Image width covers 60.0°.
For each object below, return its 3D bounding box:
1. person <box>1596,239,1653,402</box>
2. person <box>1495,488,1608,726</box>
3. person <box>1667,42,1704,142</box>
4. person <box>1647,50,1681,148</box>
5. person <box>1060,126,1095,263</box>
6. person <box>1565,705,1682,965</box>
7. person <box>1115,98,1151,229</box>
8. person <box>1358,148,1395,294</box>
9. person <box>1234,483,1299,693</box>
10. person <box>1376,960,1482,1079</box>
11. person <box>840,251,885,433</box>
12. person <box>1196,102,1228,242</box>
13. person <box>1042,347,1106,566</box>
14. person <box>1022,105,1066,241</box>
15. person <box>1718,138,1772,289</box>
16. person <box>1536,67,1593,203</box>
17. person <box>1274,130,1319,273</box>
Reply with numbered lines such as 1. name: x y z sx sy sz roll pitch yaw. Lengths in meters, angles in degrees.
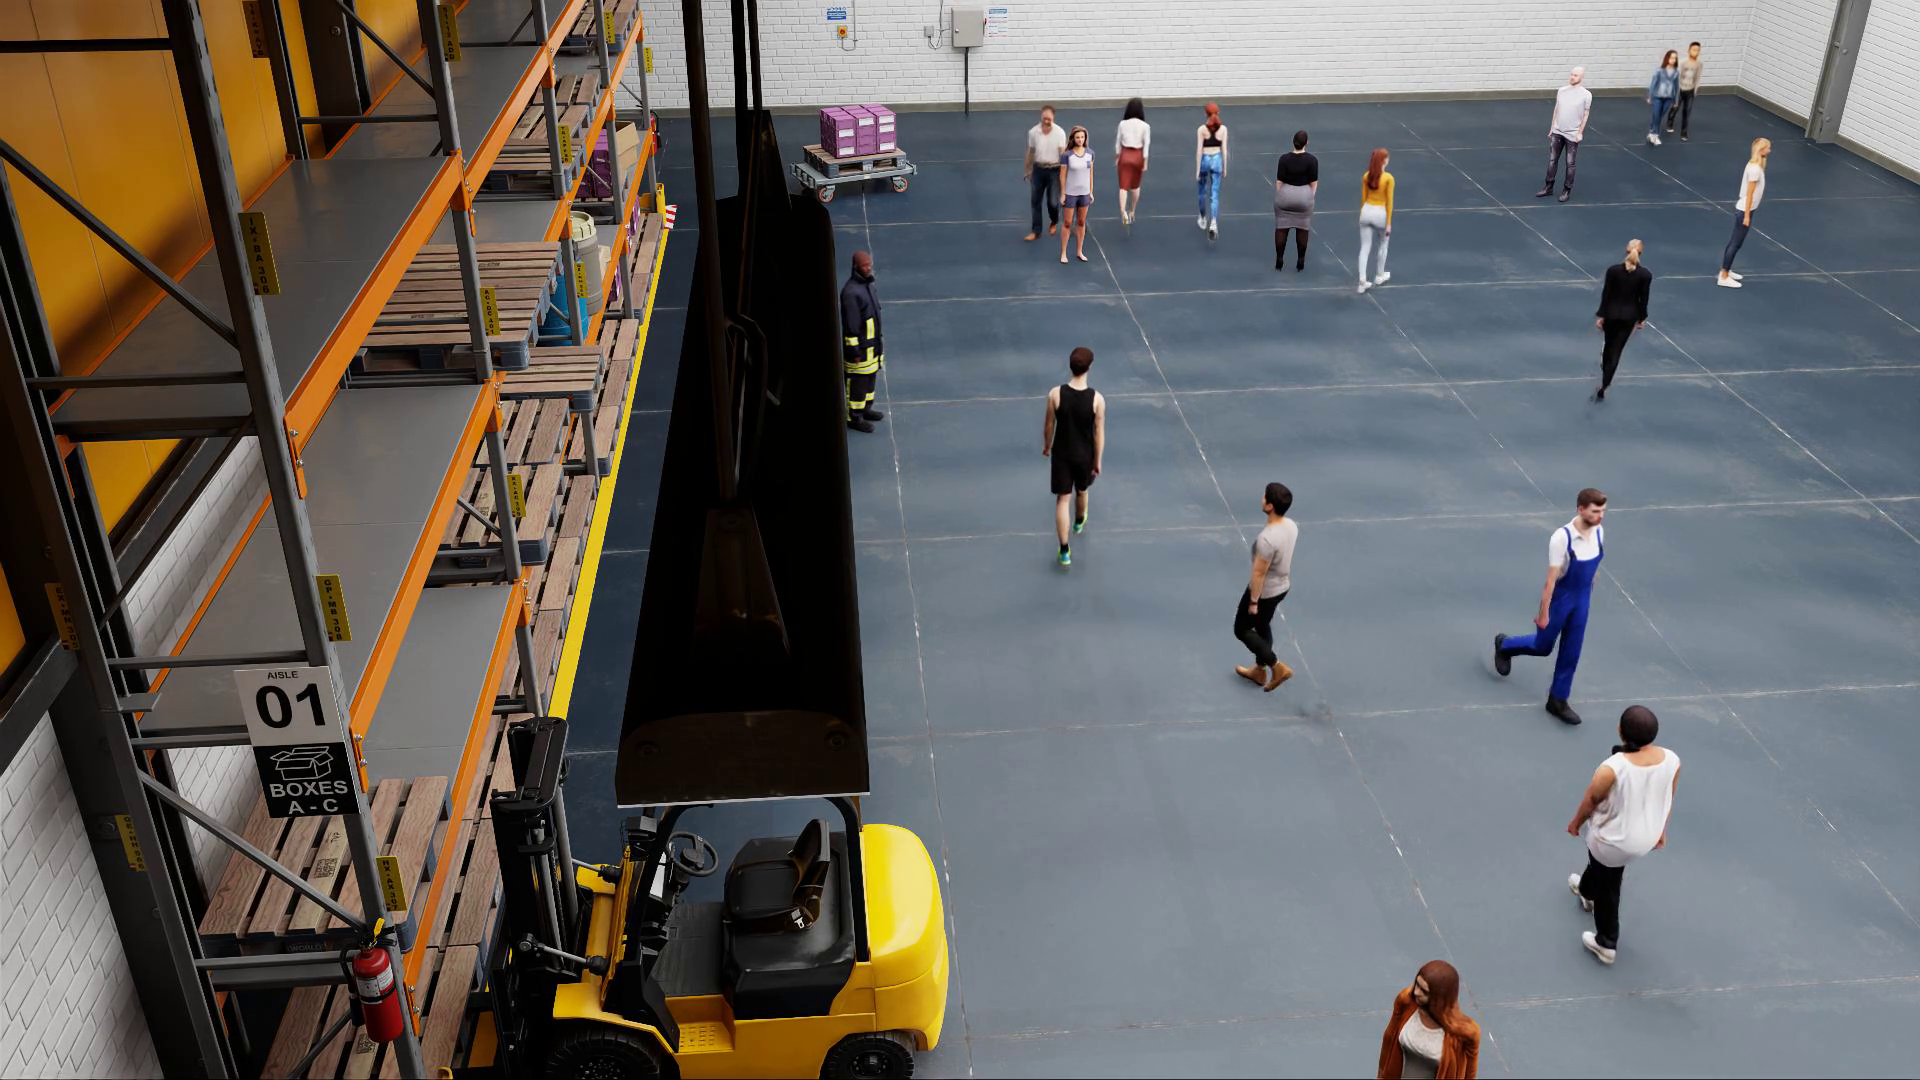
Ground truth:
1. person: 6.765 -2.218 17.095 0.971 1.669 1.118 14 32 24
2. person: 4.342 0.407 12.108 0.888 1.835 1.172 -13 31 -22
3. person: 11.470 -7.162 26.372 0.684 1.464 0.938 4 29 7
4. person: 10.888 -6.870 25.857 0.620 1.446 0.942 0 29 0
5. person: 1.461 -4.373 20.980 0.636 1.733 0.601 -8 30 -14
6. person: 3.928 1.760 9.811 0.767 1.660 0.992 -8 30 -14
7. person: 2.263 -4.941 22.027 0.797 1.726 1.125 5 29 9
8. person: 4.928 -3.804 19.939 0.926 1.730 0.995 20 35 33
9. person: 2.321 0.391 12.269 0.904 1.709 0.842 23 36 35
10. person: 2.251 2.674 8.076 0.719 1.716 0.774 21 35 33
11. person: -0.998 -2.003 16.541 0.909 1.822 0.770 10 30 17
12. person: 3.282 -4.772 21.699 0.613 1.744 1.201 -1 29 -2
13. person: 0.939 -0.670 14.074 0.855 1.844 1.230 4 29 7
14. person: 1.170 -4.782 21.635 0.935 1.822 0.975 19 34 31
15. person: 9.520 -3.982 20.185 0.720 1.807 0.593 11 31 19
16. person: 8.523 -5.712 23.330 0.812 1.832 0.729 -24 37 -37
17. person: 4.158 -4.203 20.638 0.737 1.760 0.720 6 29 11
